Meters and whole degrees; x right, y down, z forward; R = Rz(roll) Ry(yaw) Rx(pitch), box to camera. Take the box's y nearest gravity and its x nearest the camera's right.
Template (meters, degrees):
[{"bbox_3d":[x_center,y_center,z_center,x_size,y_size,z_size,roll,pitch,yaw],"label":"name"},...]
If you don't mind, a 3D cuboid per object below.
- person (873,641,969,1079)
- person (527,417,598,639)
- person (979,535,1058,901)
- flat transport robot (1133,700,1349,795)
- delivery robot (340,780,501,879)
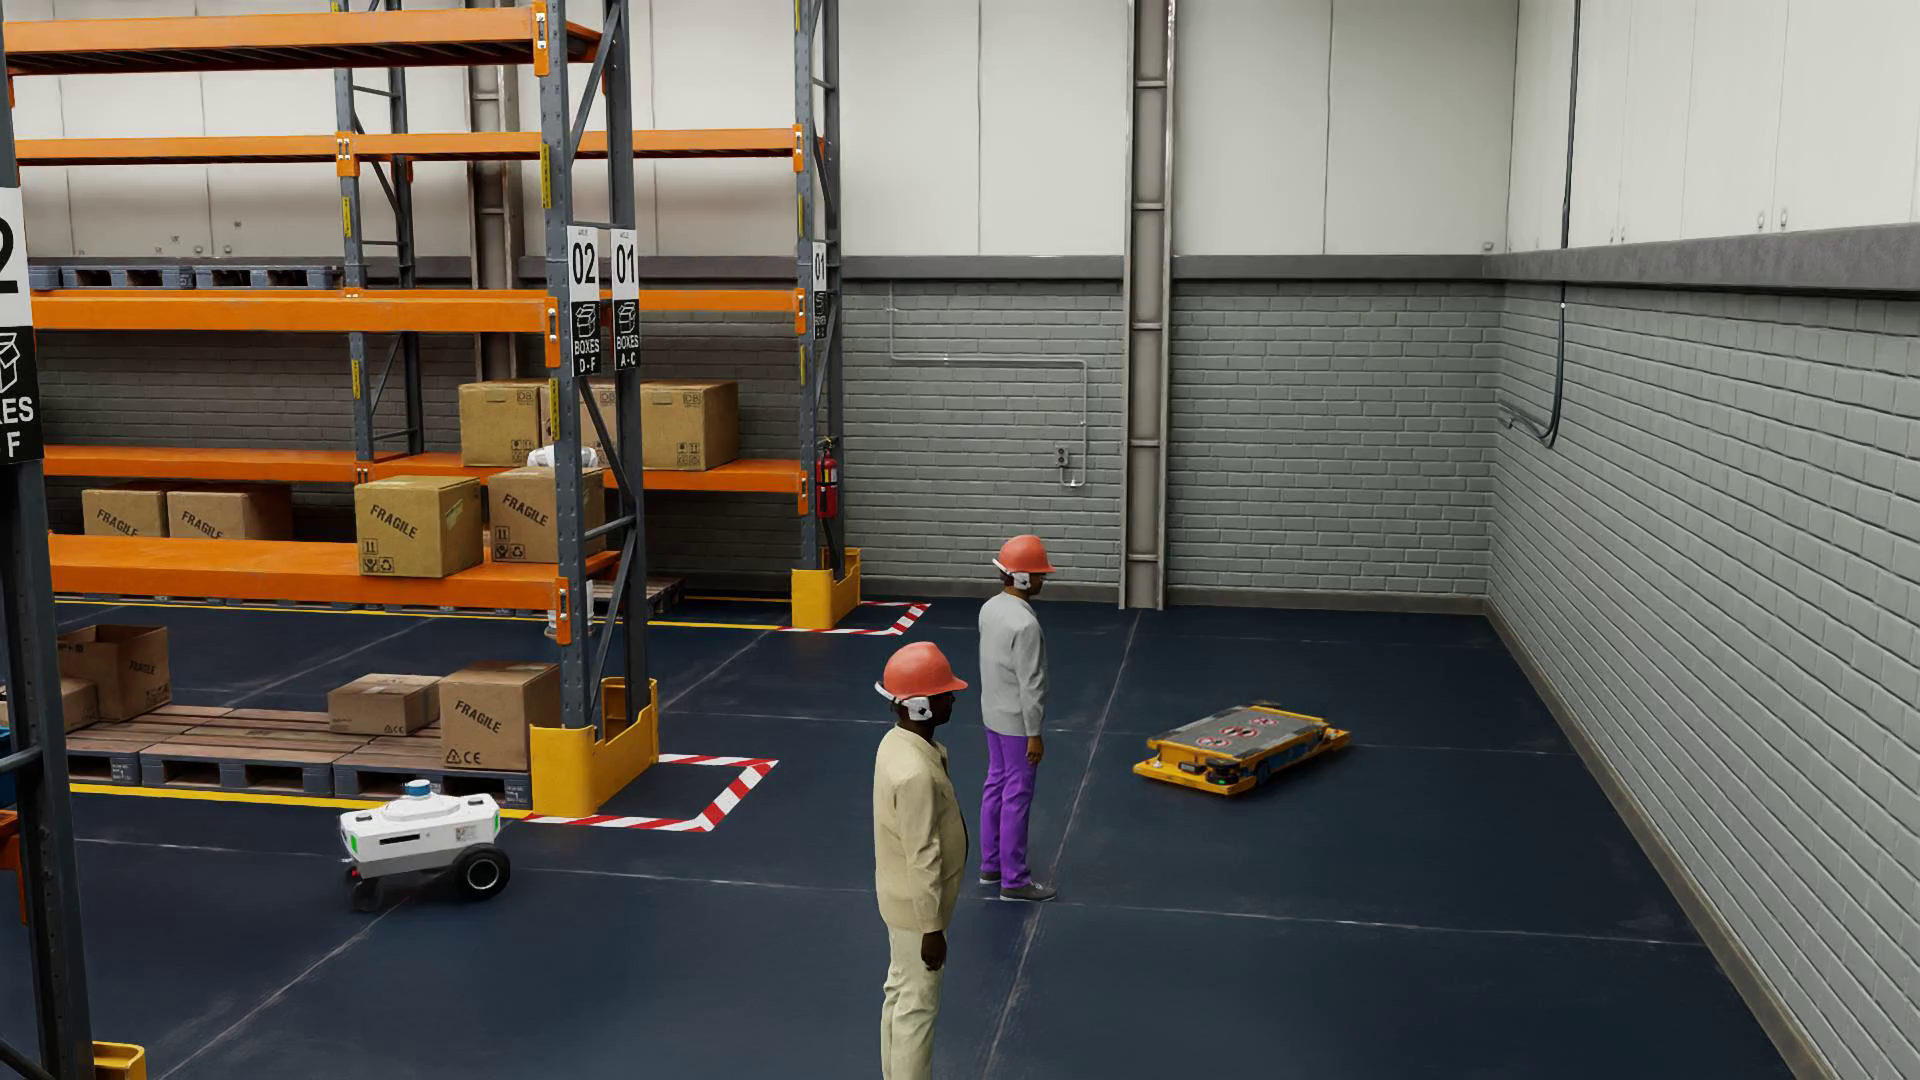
[{"bbox_3d":[-0.129,1.209,5.658,0.318,1.756,0.563,-2,9,-9],"label":"person"},{"bbox_3d":[-3.221,-0.129,13.576,0.576,1.883,0.354,-4,10,-22],"label":"person"},{"bbox_3d":[0.286,0.839,7.968,0.342,1.748,0.573,-3,10,-19],"label":"person"},{"bbox_3d":[1.727,1.238,10.081,0.652,0.197,1.431,8,12,40],"label":"flat transport robot"},{"bbox_3d":[-2.580,1.392,7.956,0.707,0.478,0.477,-5,10,-27],"label":"delivery robot"}]
